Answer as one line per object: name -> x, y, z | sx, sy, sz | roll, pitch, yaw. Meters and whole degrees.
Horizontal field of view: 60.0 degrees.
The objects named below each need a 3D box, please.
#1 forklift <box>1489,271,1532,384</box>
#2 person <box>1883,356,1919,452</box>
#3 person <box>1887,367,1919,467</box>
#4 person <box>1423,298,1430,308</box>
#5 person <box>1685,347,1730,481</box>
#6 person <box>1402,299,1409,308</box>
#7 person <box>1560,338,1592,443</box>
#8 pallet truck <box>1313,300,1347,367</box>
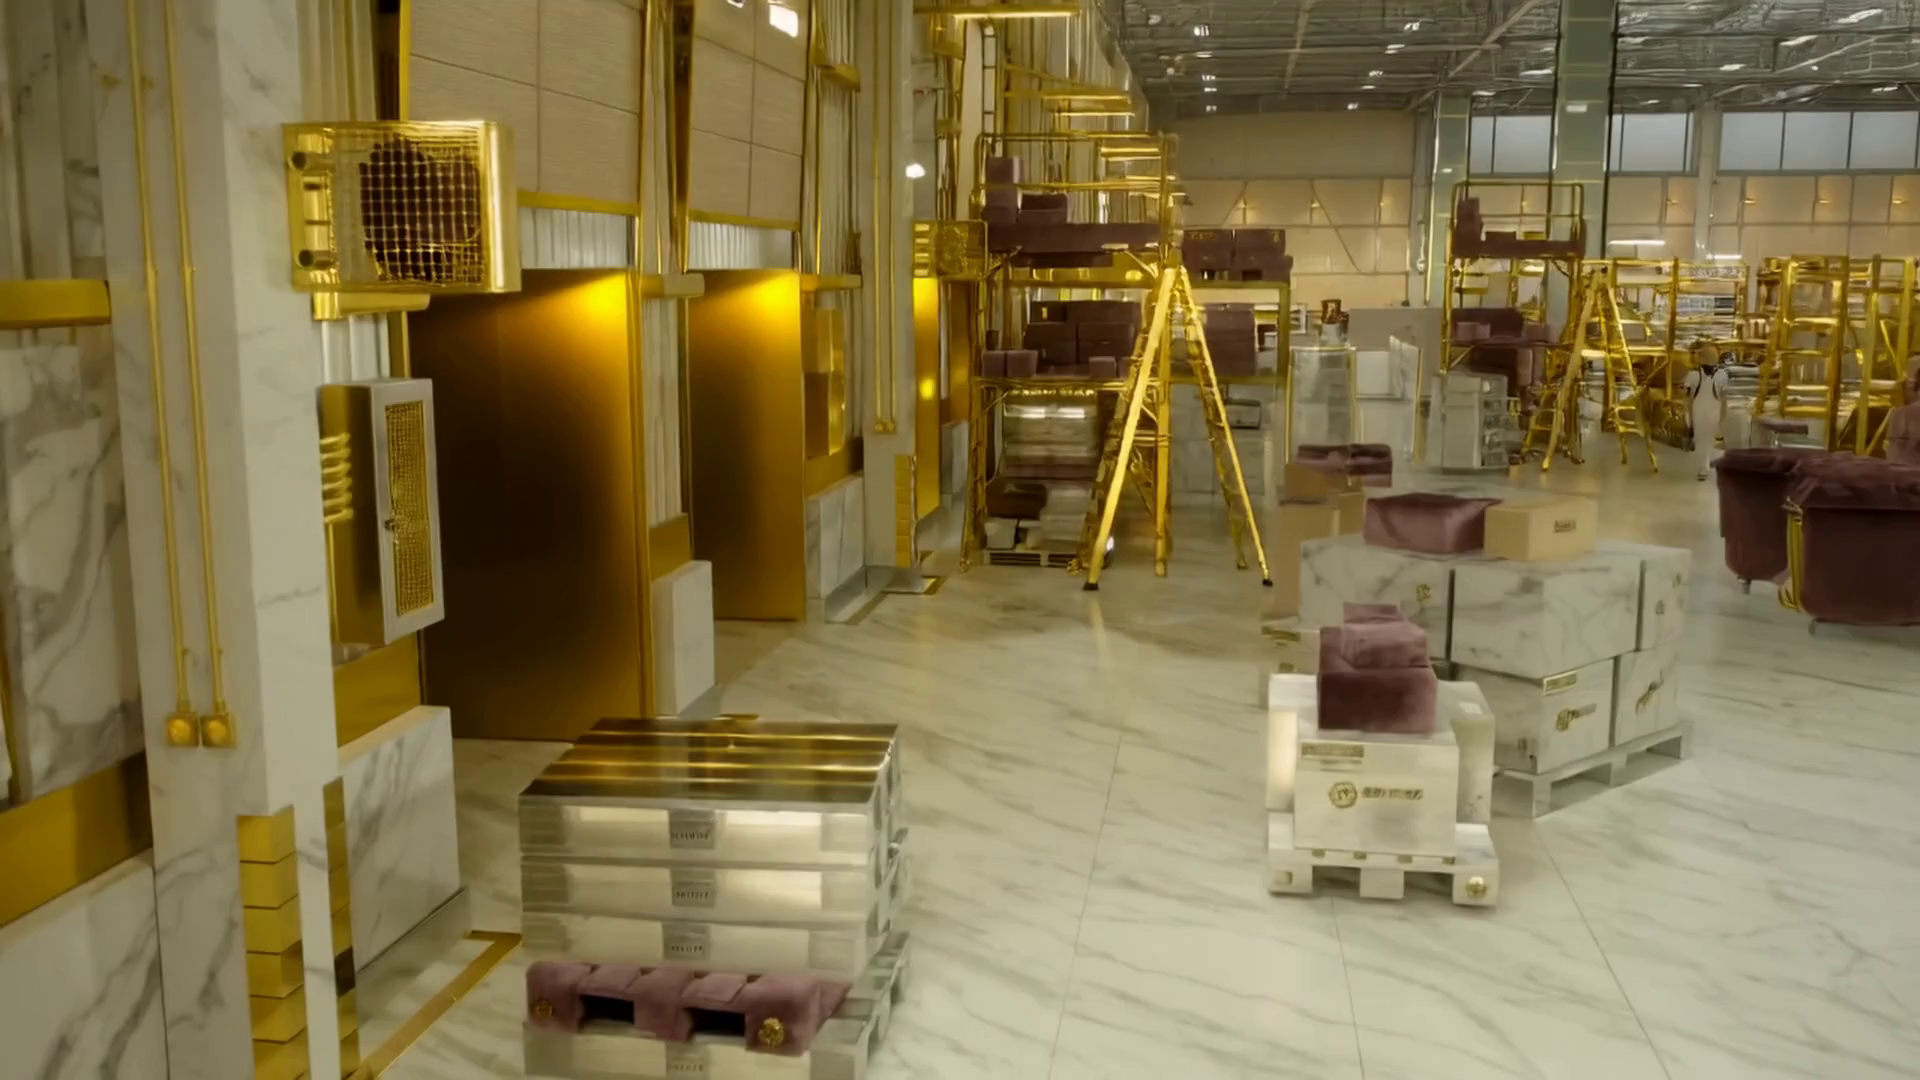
forklift -> 13.422, -5.322, 41.591 | 1.873, 2.768, 1.129 | 1, 9, 9
person -> 10.955, -1.191, 19.220 | 0.508, 1.872, 0.329 | 2, 9, 9
person -> 8.797, -0.603, 15.226 | 0.608, 1.989, 0.387 | 2, 9, 9
person -> 15.657, -7.167, 55.872 | 0.542, 1.938, 0.357 | 2, 9, 9
person -> 10.270, -1.737, 22.811 | 0.516, 1.794, 0.936 | 8, 12, 39
person -> 14.303, -6.775, 53.459 | 0.629, 1.936, 0.373 | 2, 9, 9
person -> 10.155, -2.463, 27.459 | 0.484, 1.744, 0.295 | 2, 9, 9
pallet truck -> 11.159, -6.200, 49.718 | 0.823, 1.965, 1.885 | 4, 10, 26
